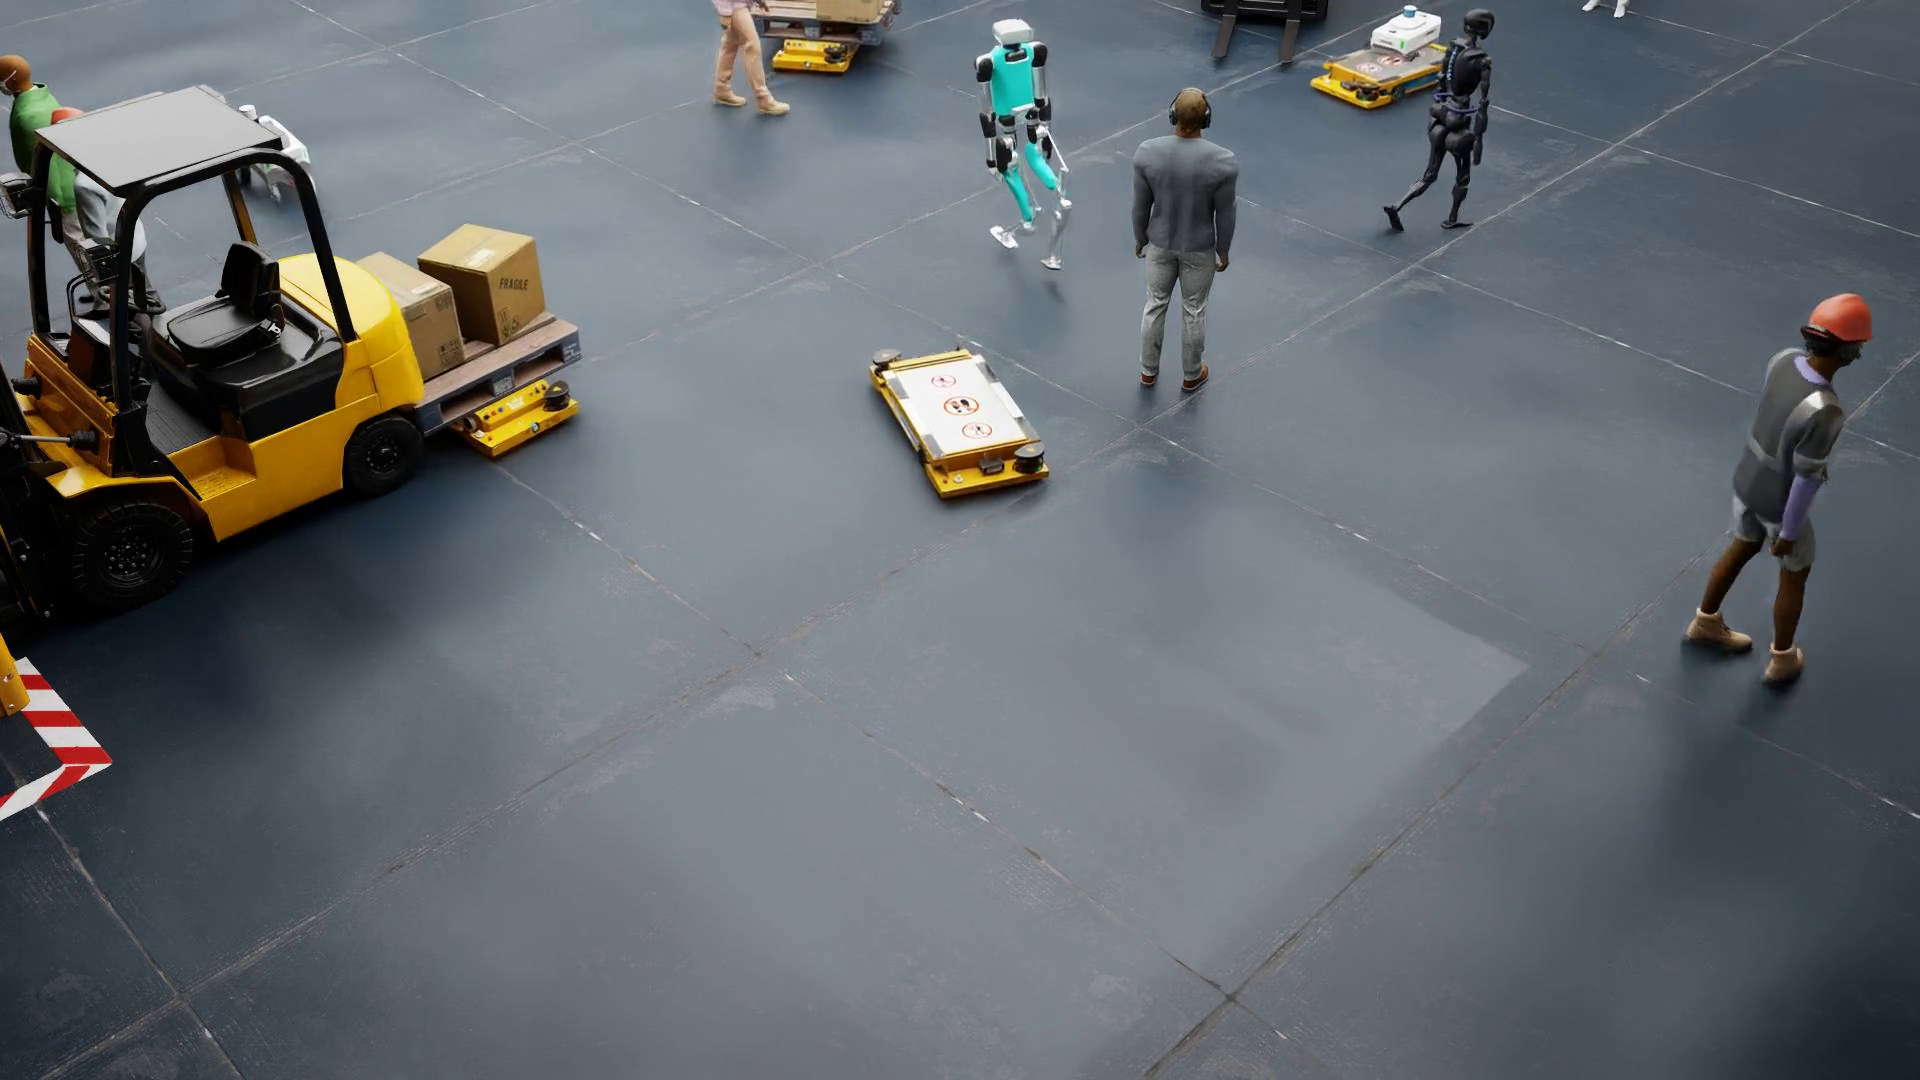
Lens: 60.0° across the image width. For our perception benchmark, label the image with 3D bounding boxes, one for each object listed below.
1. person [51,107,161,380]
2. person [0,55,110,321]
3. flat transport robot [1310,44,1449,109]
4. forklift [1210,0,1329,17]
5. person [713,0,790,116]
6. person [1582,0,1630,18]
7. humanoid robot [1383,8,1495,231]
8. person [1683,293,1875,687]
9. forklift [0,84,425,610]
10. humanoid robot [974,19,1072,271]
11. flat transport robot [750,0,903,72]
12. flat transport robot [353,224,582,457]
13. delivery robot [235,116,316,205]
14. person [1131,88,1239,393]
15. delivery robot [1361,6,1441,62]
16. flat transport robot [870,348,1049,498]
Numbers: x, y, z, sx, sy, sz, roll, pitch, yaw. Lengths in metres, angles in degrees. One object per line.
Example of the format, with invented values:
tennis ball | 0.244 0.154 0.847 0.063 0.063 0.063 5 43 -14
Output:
person | -5.184 -1.808 10.188 0.347 1.739 0.570 -3 37 -4
person | -5.839 -2.278 10.793 0.389 1.778 0.535 -13 39 -17
flat transport robot | 3.786 -4.085 14.464 1.431 0.231 0.659 -25 43 -29
forklift | 3.106 -6.400 15.960 1.214 2.155 2.313 8 37 10
person | -1.739 -4.357 13.601 0.813 1.741 0.532 8 37 10
person | 6.205 -5.727 15.525 0.517 1.632 0.315 25 43 30
humanoid robot | 3.457 -2.953 11.806 0.701 1.641 0.612 -12 38 -16
person | 3.951 -0.228 7.842 0.554 2.016 0.623 -2 37 -3
forklift | -4.145 -1.093 8.856 2.313 2.155 1.214 -31 47 -34
humanoid robot | 0.503 -2.541 11.216 0.549 1.756 1.047 -19 41 -24
flat transport robot | -1.211 -4.627 15.191 0.659 0.231 1.431 7 37 9
flat transport robot | -3.087 -0.963 10.286 1.431 0.231 0.659 27 44 31
delivery robot | -5.238 -2.938 12.685 0.499 0.589 0.791 -25 43 -29
person | 1.326 -1.775 9.980 0.630 1.940 0.373 11 38 14
delivery robot | 3.904 -4.376 14.626 0.499 0.606 0.809 28 45 32
flat transport robot | -0.028 -0.755 10.007 0.659 0.231 1.431 -12 38 -15
